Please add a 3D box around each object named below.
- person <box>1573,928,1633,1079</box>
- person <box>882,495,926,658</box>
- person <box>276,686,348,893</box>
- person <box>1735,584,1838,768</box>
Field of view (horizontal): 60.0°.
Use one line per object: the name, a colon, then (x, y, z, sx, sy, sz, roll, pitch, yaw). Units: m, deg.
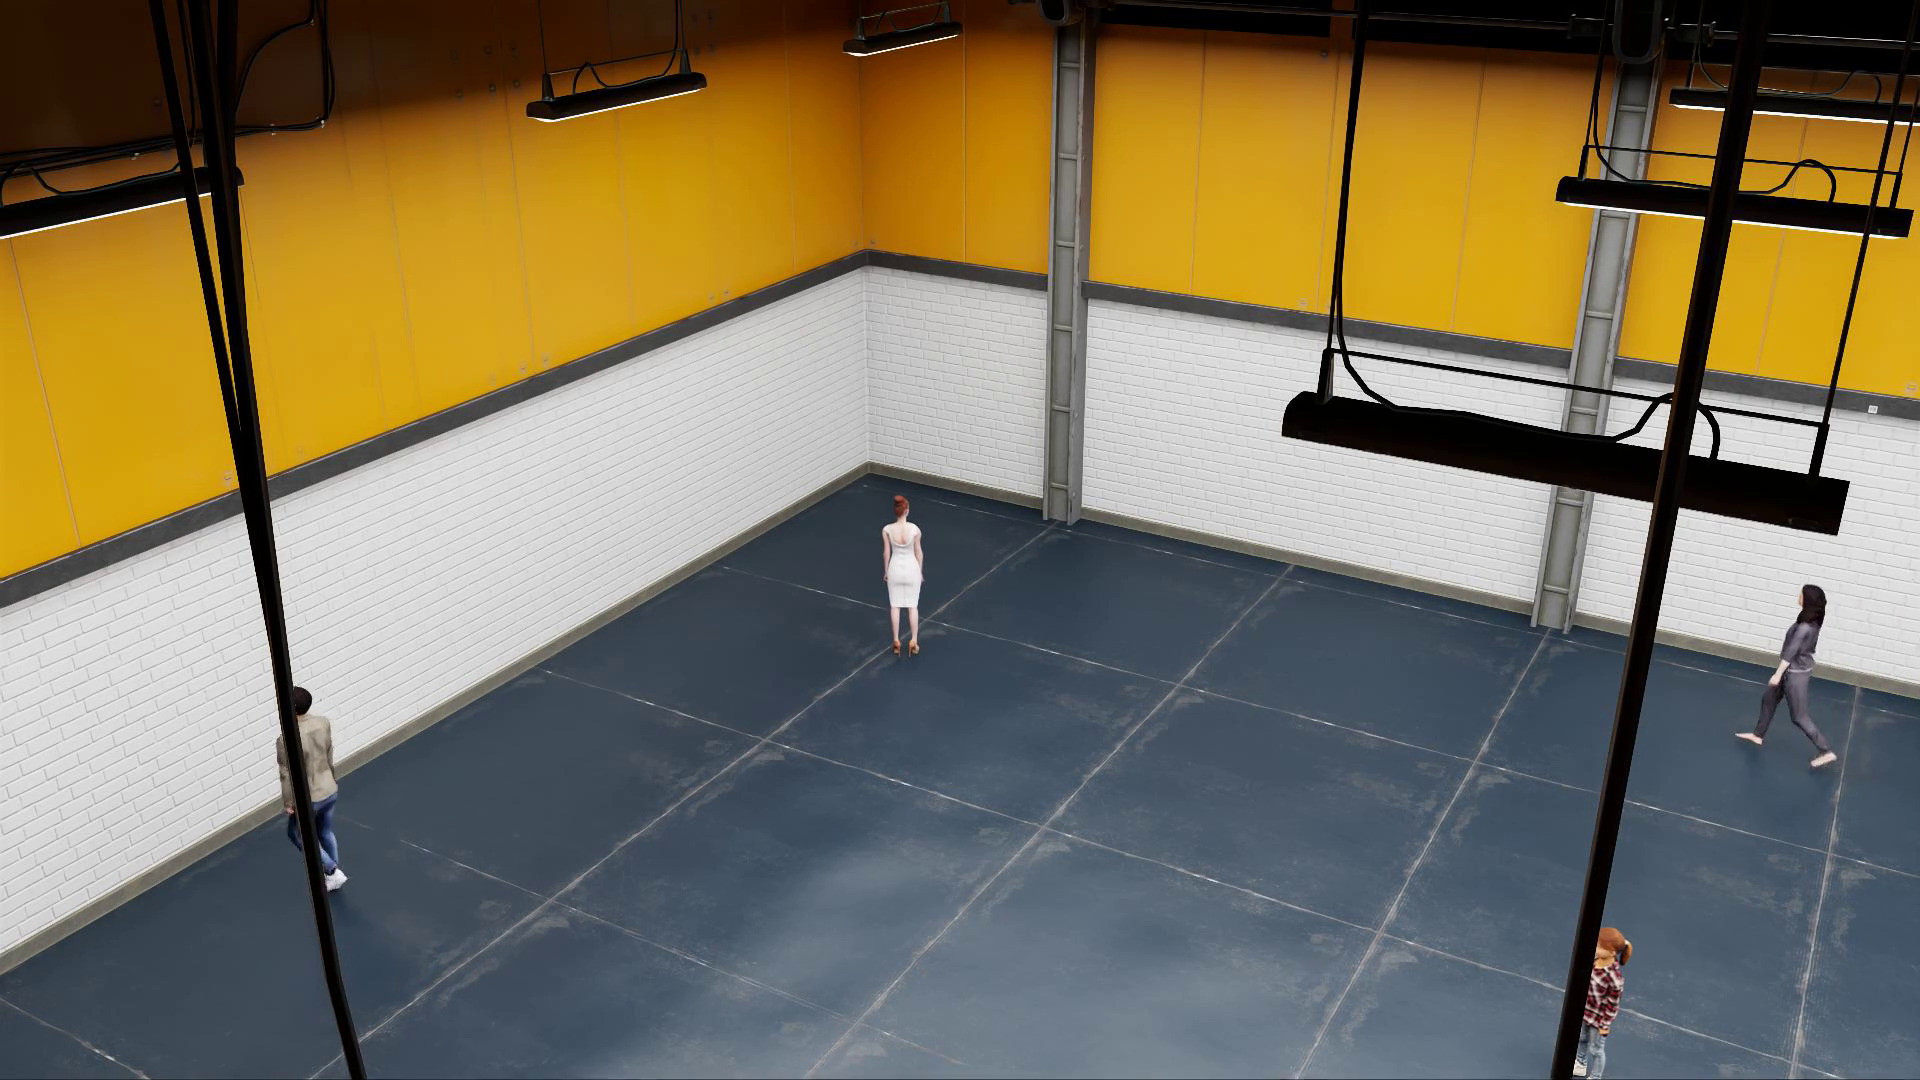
person: (4.357, 3.202, 11.366, 0.664, 1.305, 0.615, -4, 24, -8)
person: (-0.591, 0.374, 17.217, 0.552, 1.800, 0.695, 2, 24, 5)
person: (-5.133, 2.049, 13.322, 0.707, 1.851, 0.708, 12, 26, 26)
person: (7.750, 1.276, 15.246, 1.175, 1.726, 0.739, 18, 30, 36)
